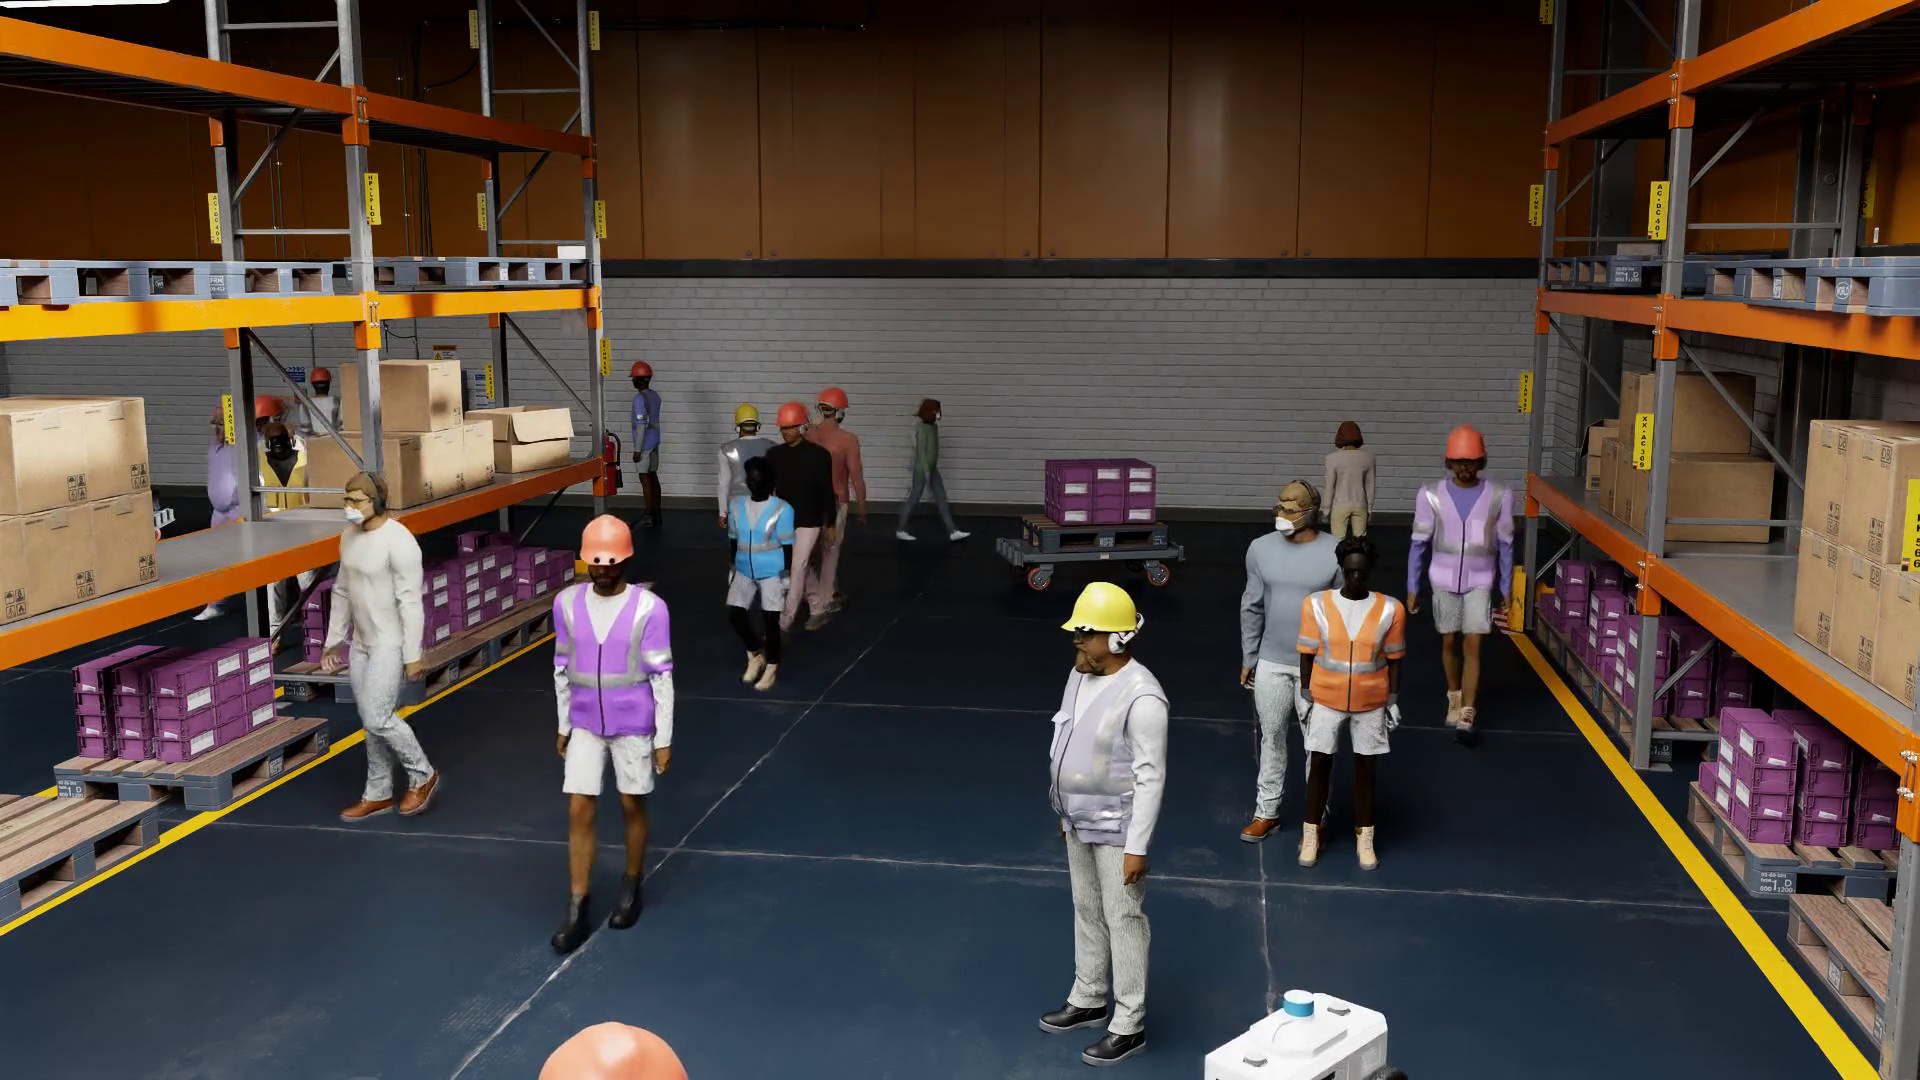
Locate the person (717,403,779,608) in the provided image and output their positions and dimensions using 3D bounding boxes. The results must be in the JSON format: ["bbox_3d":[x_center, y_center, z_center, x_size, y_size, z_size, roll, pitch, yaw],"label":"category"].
[{"bbox_3d":[-1.860,-0.290,14.683,0.603,1.828,0.404,-4,10,-25],"label":"person"}]

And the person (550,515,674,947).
[{"bbox_3d":[-1.567,0.852,7.362,0.575,1.916,0.735,1,9,5],"label":"person"}]

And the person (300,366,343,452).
[{"bbox_3d":[-7.157,-1.007,18.827,0.587,1.918,0.749,0,9,0],"label":"person"}]

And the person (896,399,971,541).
[{"bbox_3d":[-0.335,-0.766,18.366,0.869,1.583,0.530,4,10,22],"label":"person"}]

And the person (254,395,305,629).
[{"bbox_3d":[-5.646,-0.218,13.796,0.633,1.973,0.432,7,12,37],"label":"person"}]

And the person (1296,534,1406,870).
[{"bbox_3d":[1.947,0.807,8.324,0.534,1.698,0.322,2,9,11],"label":"person"}]

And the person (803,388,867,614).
[{"bbox_3d":[-1.077,-0.358,14.673,0.665,1.962,0.794,5,11,29],"label":"person"}]

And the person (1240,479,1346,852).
[{"bbox_3d":[1.745,0.644,8.595,0.634,1.936,0.351,6,11,32],"label":"person"}]

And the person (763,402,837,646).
[{"bbox_3d":[-1.344,-0.154,13.526,0.646,1.938,1.046,5,10,27],"label":"person"}]

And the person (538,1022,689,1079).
[{"bbox_3d":[-0.486,1.634,2.487,0.553,1.935,0.362,-7,11,-36],"label":"person"}]

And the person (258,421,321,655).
[{"bbox_3d":[-5.254,-0.017,12.995,0.620,1.836,0.429,-4,10,-21],"label":"person"}]

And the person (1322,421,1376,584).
[{"bbox_3d":[3.546,-0.274,15.192,0.497,1.632,0.289,-2,9,-10],"label":"person"}]

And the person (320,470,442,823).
[{"bbox_3d":[-3.168,0.579,9.019,0.653,1.928,0.439,9,13,43],"label":"person"}]

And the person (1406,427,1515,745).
[{"bbox_3d":[3.173,0.289,10.595,0.641,1.989,1.030,3,10,21],"label":"person"}]

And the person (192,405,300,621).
[{"bbox_3d":[-6.196,-0.254,14.409,0.645,1.872,0.890,6,11,35],"label":"person"}]

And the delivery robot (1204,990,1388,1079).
[{"bbox_3d":[1.138,1.769,5.622,0.477,0.478,0.707,9,13,43],"label":"delivery robot"}]

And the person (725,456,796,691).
[{"bbox_3d":[-1.422,0.240,11.832,0.551,1.684,0.367,4,10,21],"label":"person"}]

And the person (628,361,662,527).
[{"bbox_3d":[-3.699,-1.117,19.453,0.361,1.935,0.553,2,9,12],"label":"person"}]

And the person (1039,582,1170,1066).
[{"bbox_3d":[0.542,1.062,6.336,0.403,1.833,0.591,-5,10,-27],"label":"person"}]
